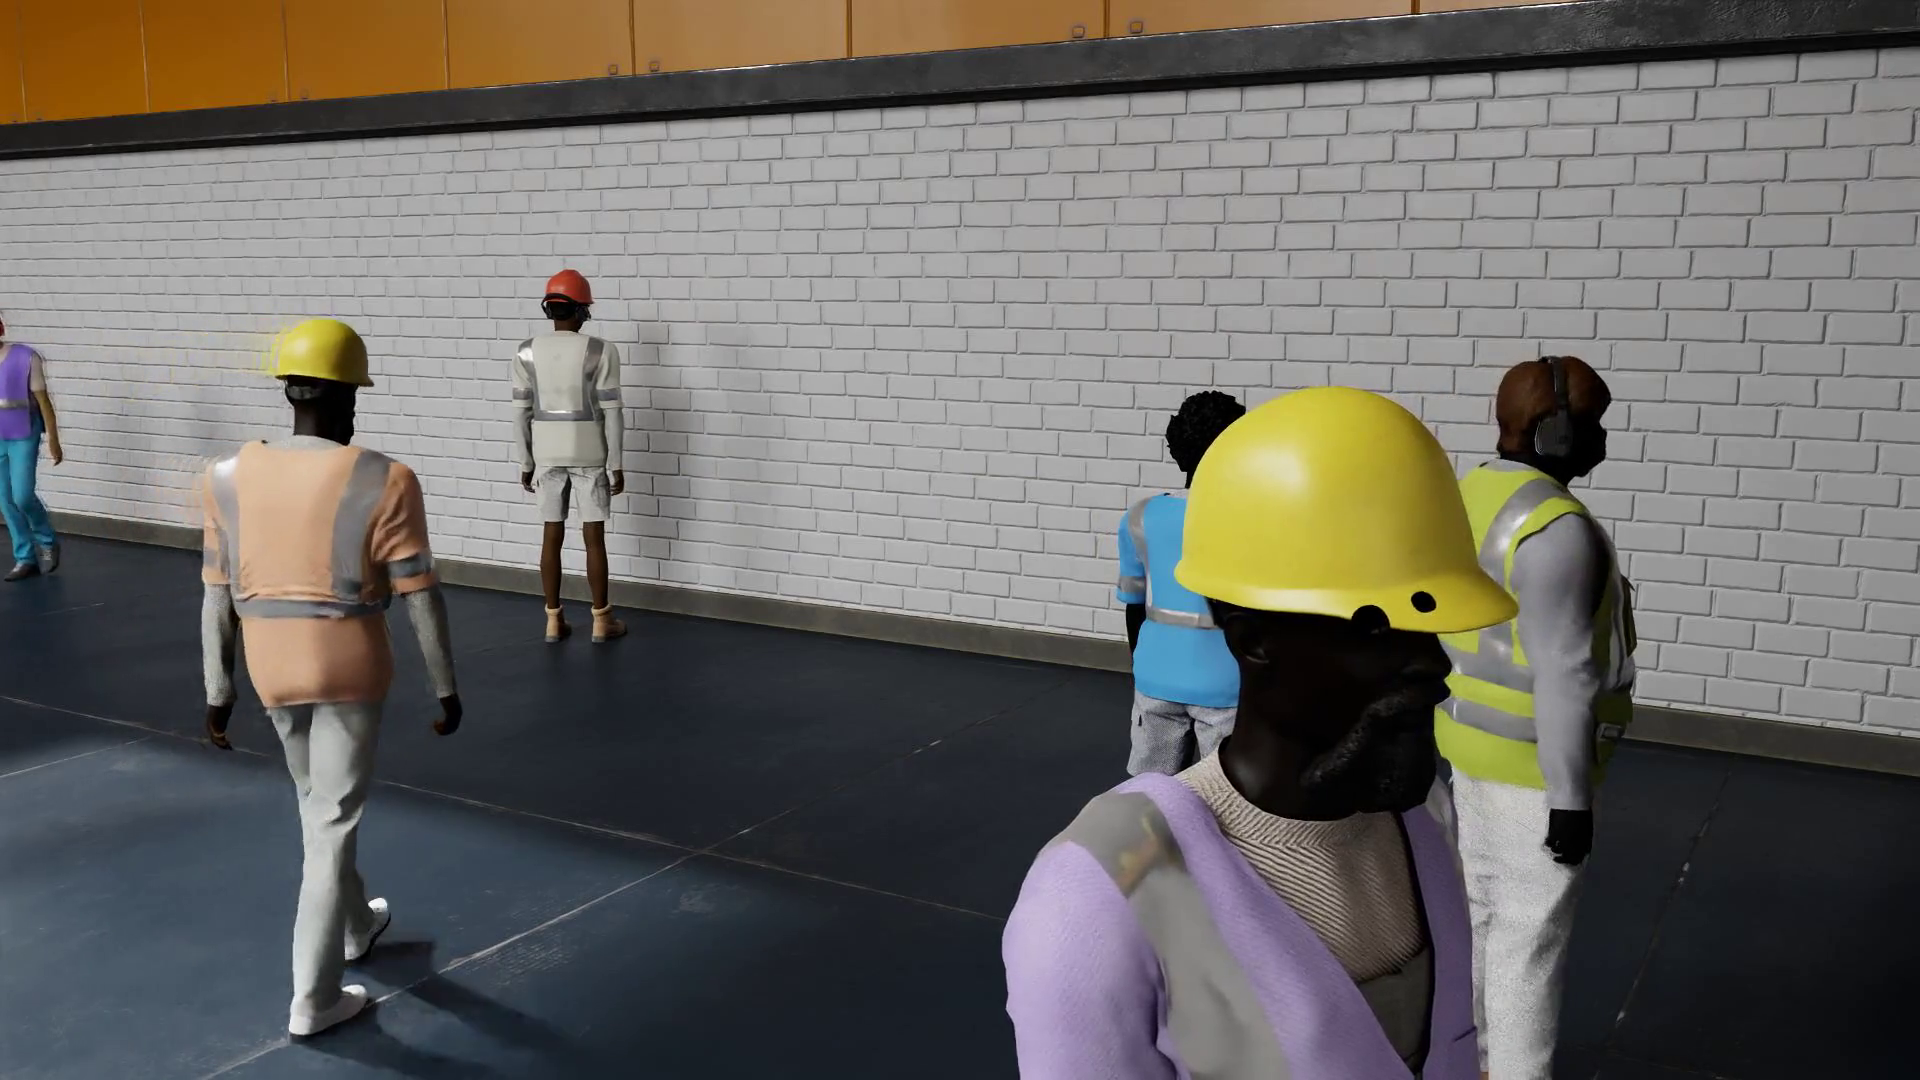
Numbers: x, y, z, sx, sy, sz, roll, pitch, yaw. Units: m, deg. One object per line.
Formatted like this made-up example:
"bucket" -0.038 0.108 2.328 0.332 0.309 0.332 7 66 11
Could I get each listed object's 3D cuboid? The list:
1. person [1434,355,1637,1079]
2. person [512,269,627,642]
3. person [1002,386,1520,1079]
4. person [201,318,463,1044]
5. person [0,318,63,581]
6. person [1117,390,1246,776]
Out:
"person" 1.311 0.499 3.831 0.429 1.842 0.627 -1 9 -3
"person" -2.131 -0.452 9.136 0.609 2.043 0.397 1 9 6
"person" 0.292 0.824 1.530 0.370 1.928 0.585 9 12 43
"person" -1.682 0.346 4.603 0.622 1.891 0.868 1 9 8
"person" -6.263 -0.639 10.974 0.624 1.819 0.444 1 9 4
"person" 0.690 0.426 4.733 0.533 1.697 0.318 7 12 38
